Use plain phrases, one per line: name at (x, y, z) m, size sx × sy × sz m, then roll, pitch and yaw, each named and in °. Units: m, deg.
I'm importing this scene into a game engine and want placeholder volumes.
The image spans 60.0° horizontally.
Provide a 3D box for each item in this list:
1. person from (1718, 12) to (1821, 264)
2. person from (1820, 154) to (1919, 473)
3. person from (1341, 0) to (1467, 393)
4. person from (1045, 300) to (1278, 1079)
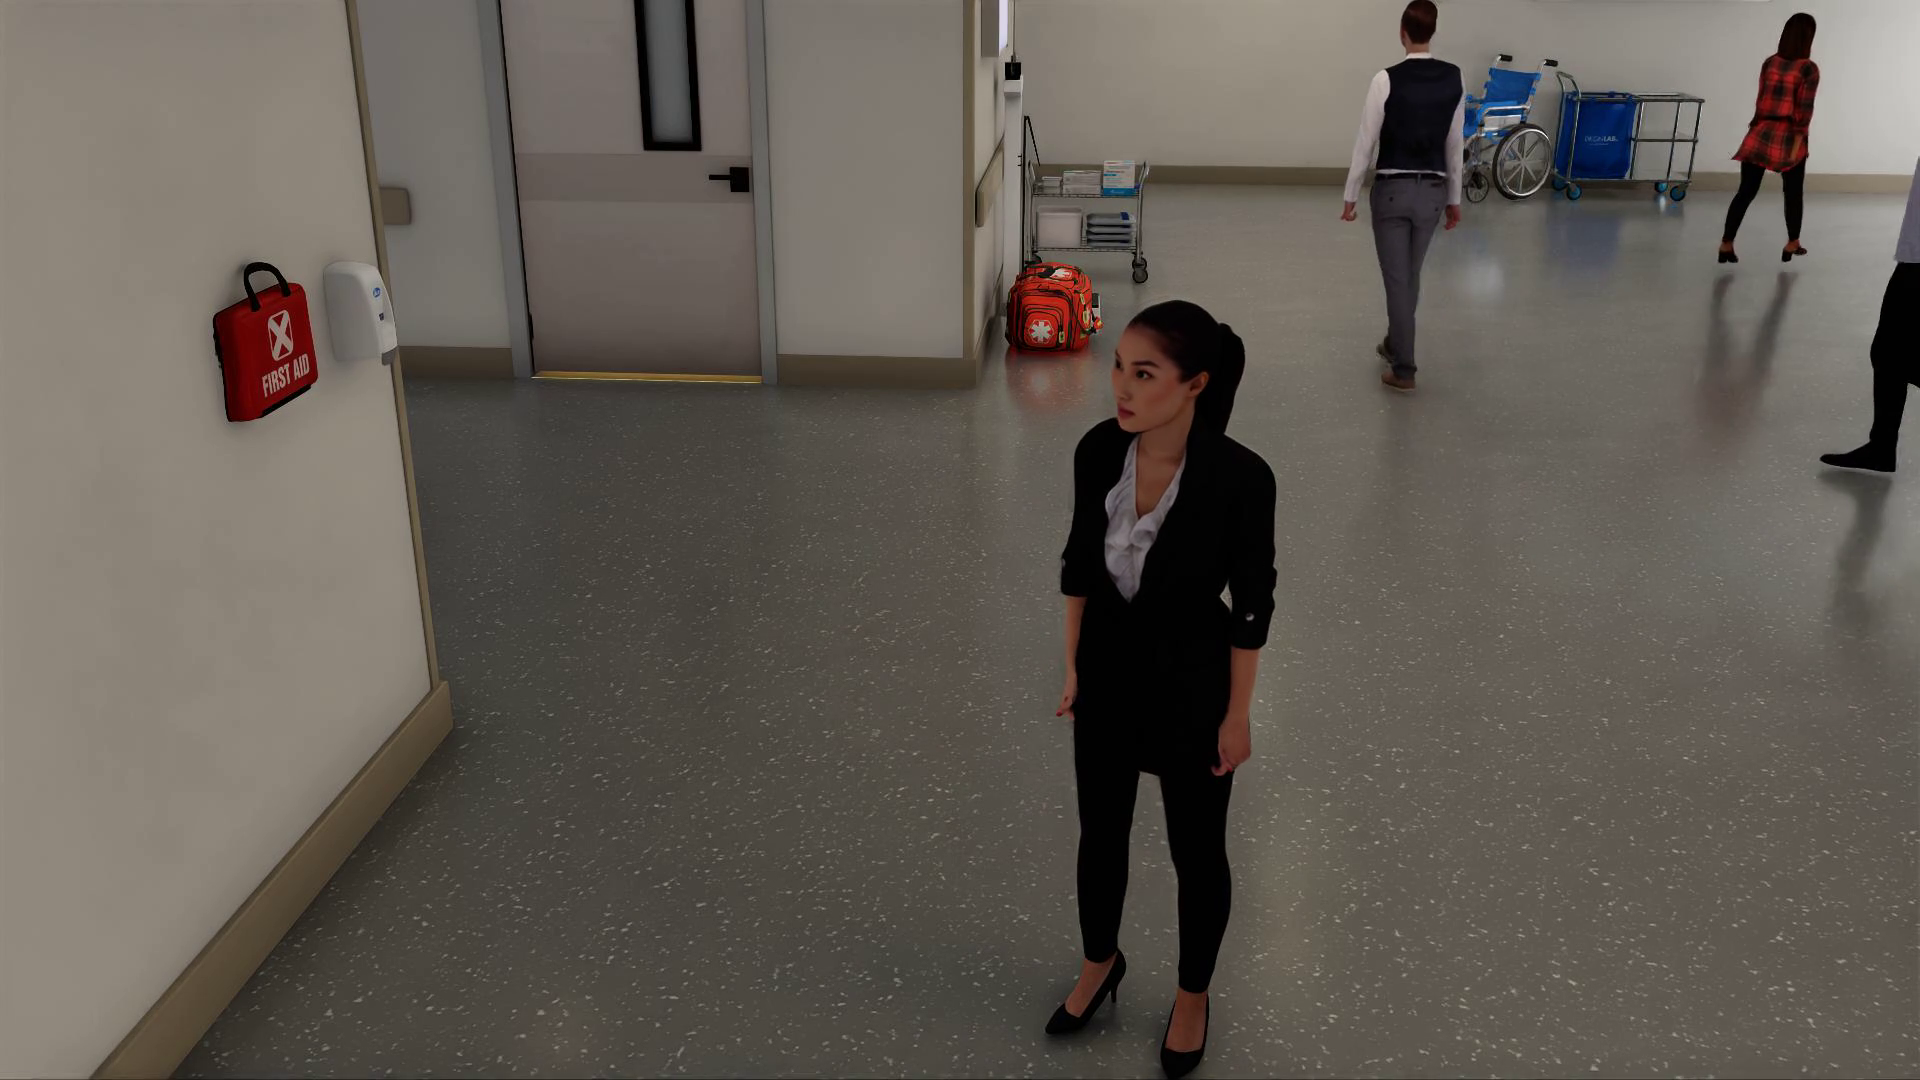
person at (5.448, -2.657, 11.232) m, size 1.085 × 1.666 × 1.067 m, roll -13°, pitch 25°, yaw -31°
person at (4.149, -1.071, 6.946) m, size 0.866 × 1.737 × 0.943 m, roll 7°, pitch 22°, yaw 18°
person at (2.280, -1.689, 8.323) m, size 0.822 × 1.917 × 1.019 m, roll -2°, pitch 21°, yaw -7°
person at (0.411, 0.316, 3.391) m, size 0.683 × 1.661 × 0.700 m, roll 14°, pitch 25°, yaw 32°
